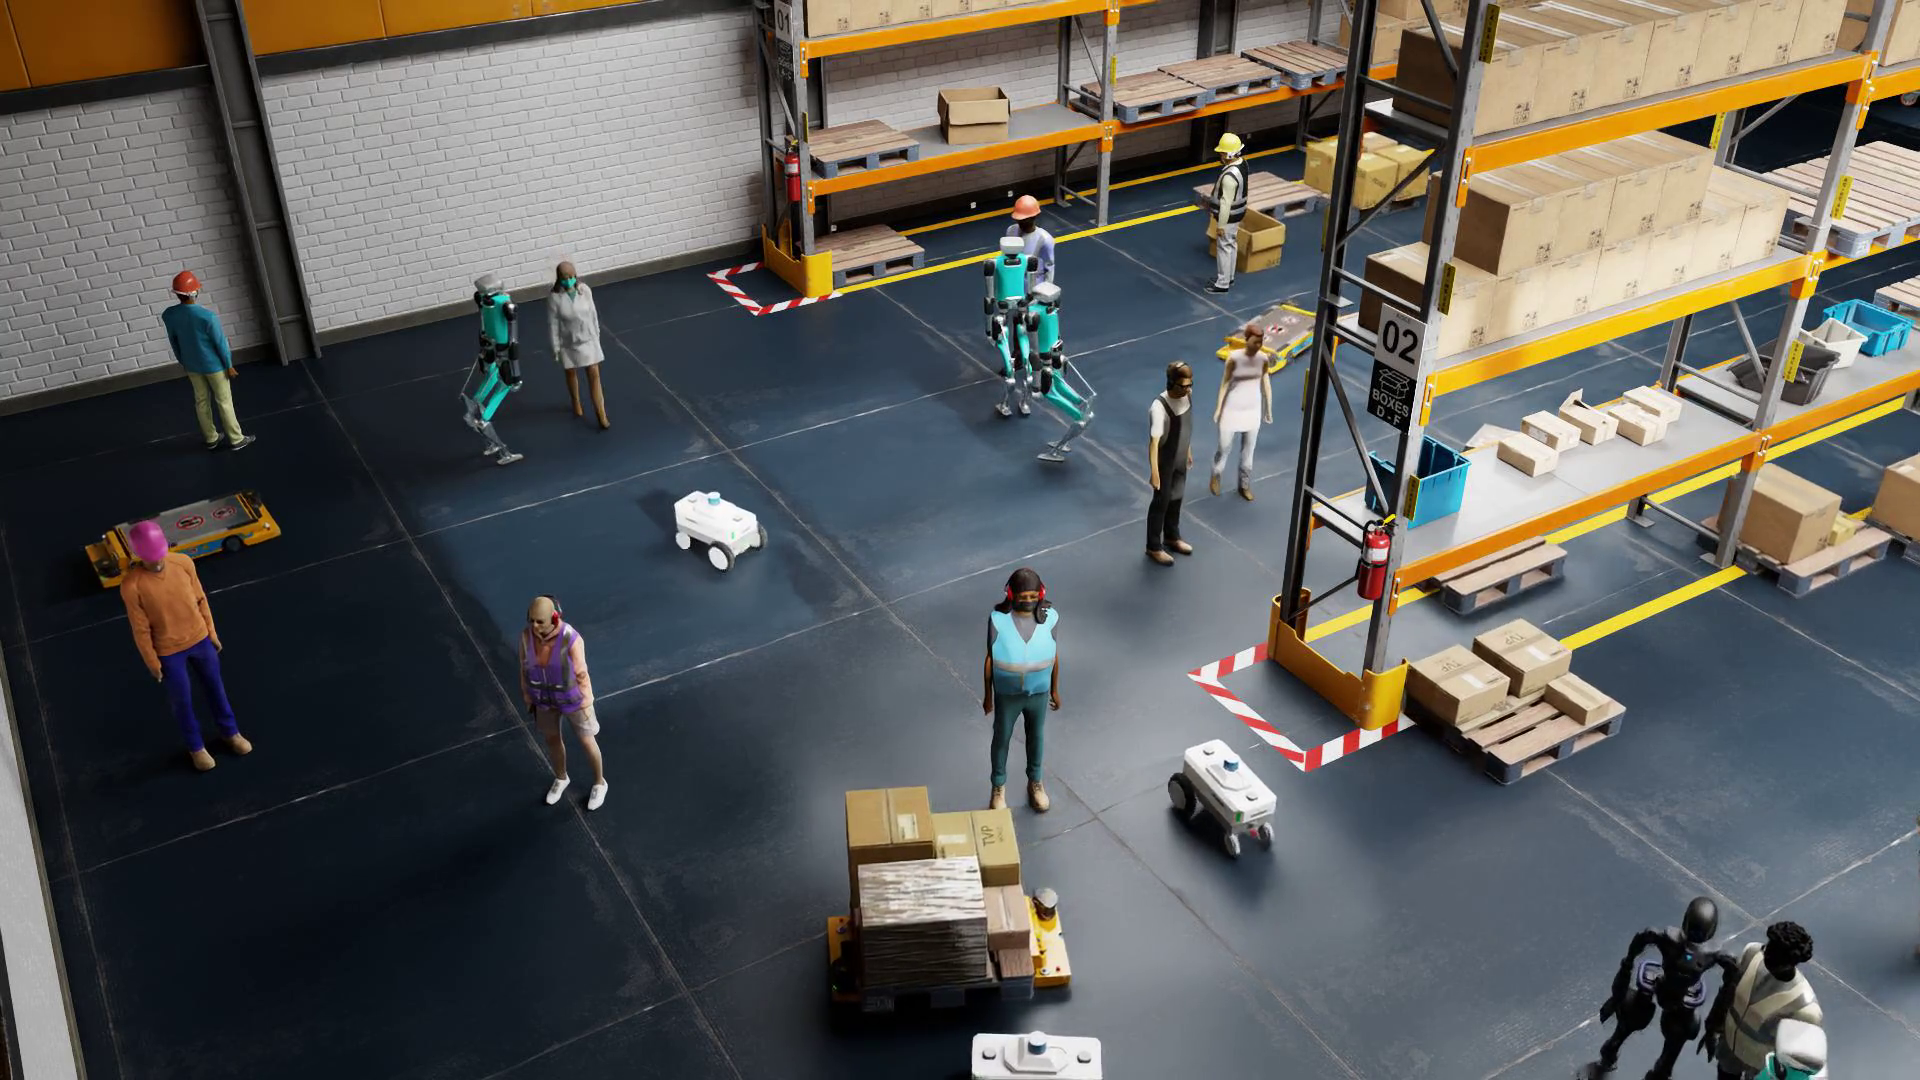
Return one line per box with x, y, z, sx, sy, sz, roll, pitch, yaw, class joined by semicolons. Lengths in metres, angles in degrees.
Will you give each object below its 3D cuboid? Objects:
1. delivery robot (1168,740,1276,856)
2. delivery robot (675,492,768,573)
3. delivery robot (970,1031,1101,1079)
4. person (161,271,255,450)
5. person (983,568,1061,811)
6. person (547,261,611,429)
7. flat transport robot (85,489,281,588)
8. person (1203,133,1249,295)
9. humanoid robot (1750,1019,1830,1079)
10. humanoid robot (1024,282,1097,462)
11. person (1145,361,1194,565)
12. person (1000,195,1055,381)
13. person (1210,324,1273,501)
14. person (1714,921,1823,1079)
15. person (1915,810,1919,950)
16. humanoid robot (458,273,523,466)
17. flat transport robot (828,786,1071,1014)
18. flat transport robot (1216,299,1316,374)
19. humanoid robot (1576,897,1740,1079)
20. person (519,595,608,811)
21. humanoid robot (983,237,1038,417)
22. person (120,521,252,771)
1.794;1.682;11.119;0.499;0.580;0.756;-14;35;-21;delivery robot
-2.037;-0.112;14.002;0.803;0.603;0.499;21;38;30;delivery robot
0.395;2.946;9.134;0.811;0.613;0.499;1;32;2;delivery robot
-6.939;-1.644;15.307;0.560;1.751;0.323;6;33;9;person
0.402;0.993;10.997;0.519;1.866;0.391;-5;32;-8;person
-3.611;-1.821;15.705;0.502;1.621;0.820;-12;34;-19;person
-6.601;-0.027;14.128;1.431;0.231;0.659;-21;38;-29;flat transport robot
2.949;-3.597;18.364;0.403;1.821;0.596;12;34;18;person
3.583;2.945;8.016;0.752;1.793;0.534;9;33;14;humanoid robot
0.950;-1.469;14.919;0.735;1.677;0.533;16;35;24;humanoid robot
1.730;-0.641;13.638;0.366;1.834;0.517;25;40;34;person
0.659;-2.490;16.486;0.546;1.936;0.376;21;38;30;person
2.473;-1.119;14.559;0.509;1.649;0.344;-5;32;-9;person
4.103;2.609;8.585;0.319;1.691;0.535;-8;33;-13;person
6.018;1.747;9.904;0.532;1.748;0.557;8;33;13;person
-4.300;-1.505;15.061;0.534;1.742;0.704;25;40;34;humanoid robot
-0.080;2.469;10.147;1.431;0.231;0.659;-3;32;-5;flat transport robot
3.353;-2.147;17.507;0.659;0.231;1.431;23;39;32;flat transport robot
3.742;2.451;8.855;0.603;1.647;0.452;13;34;19;humanoid robot
-2.654;1.071;11.044;0.486;1.685;0.355;6;33;10;person
0.535;-1.962;15.762;0.530;1.714;0.728;-8;33;-12;humanoid robot
-5.329;0.706;11.360;0.405;1.972;0.519;25;40;34;person
